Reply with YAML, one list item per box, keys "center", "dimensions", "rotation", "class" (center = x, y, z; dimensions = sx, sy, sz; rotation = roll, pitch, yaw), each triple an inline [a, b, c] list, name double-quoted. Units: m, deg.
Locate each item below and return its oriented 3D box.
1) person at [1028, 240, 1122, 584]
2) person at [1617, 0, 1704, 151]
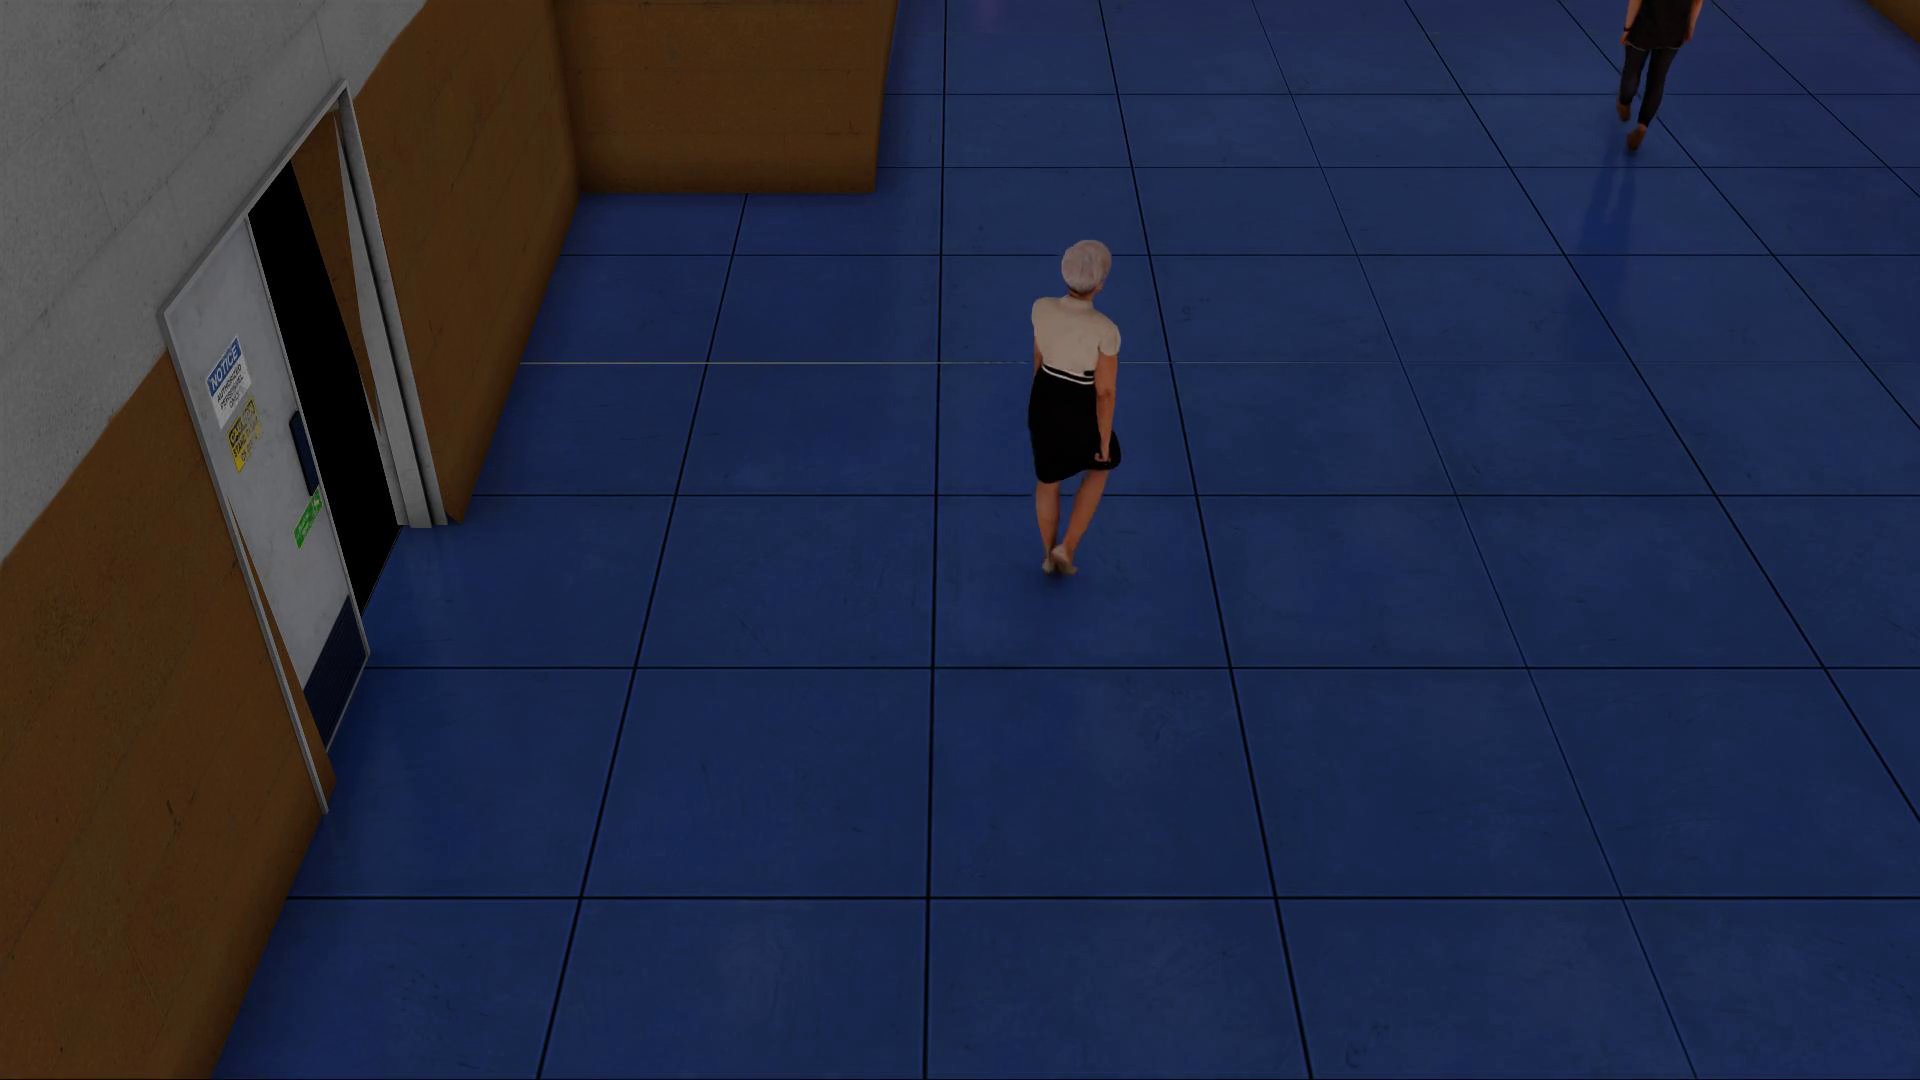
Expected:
- center: [0.445, -0.487, 7.410]
  dimensions: [0.777, 1.739, 0.845]
  rotation: [19, 41, 24]
  class: "person"
- center: [4.848, -3.536, 11.527]
  dimensions: [1.079, 1.674, 0.906]
  rotation: [11, 38, 14]
  class: "person"
